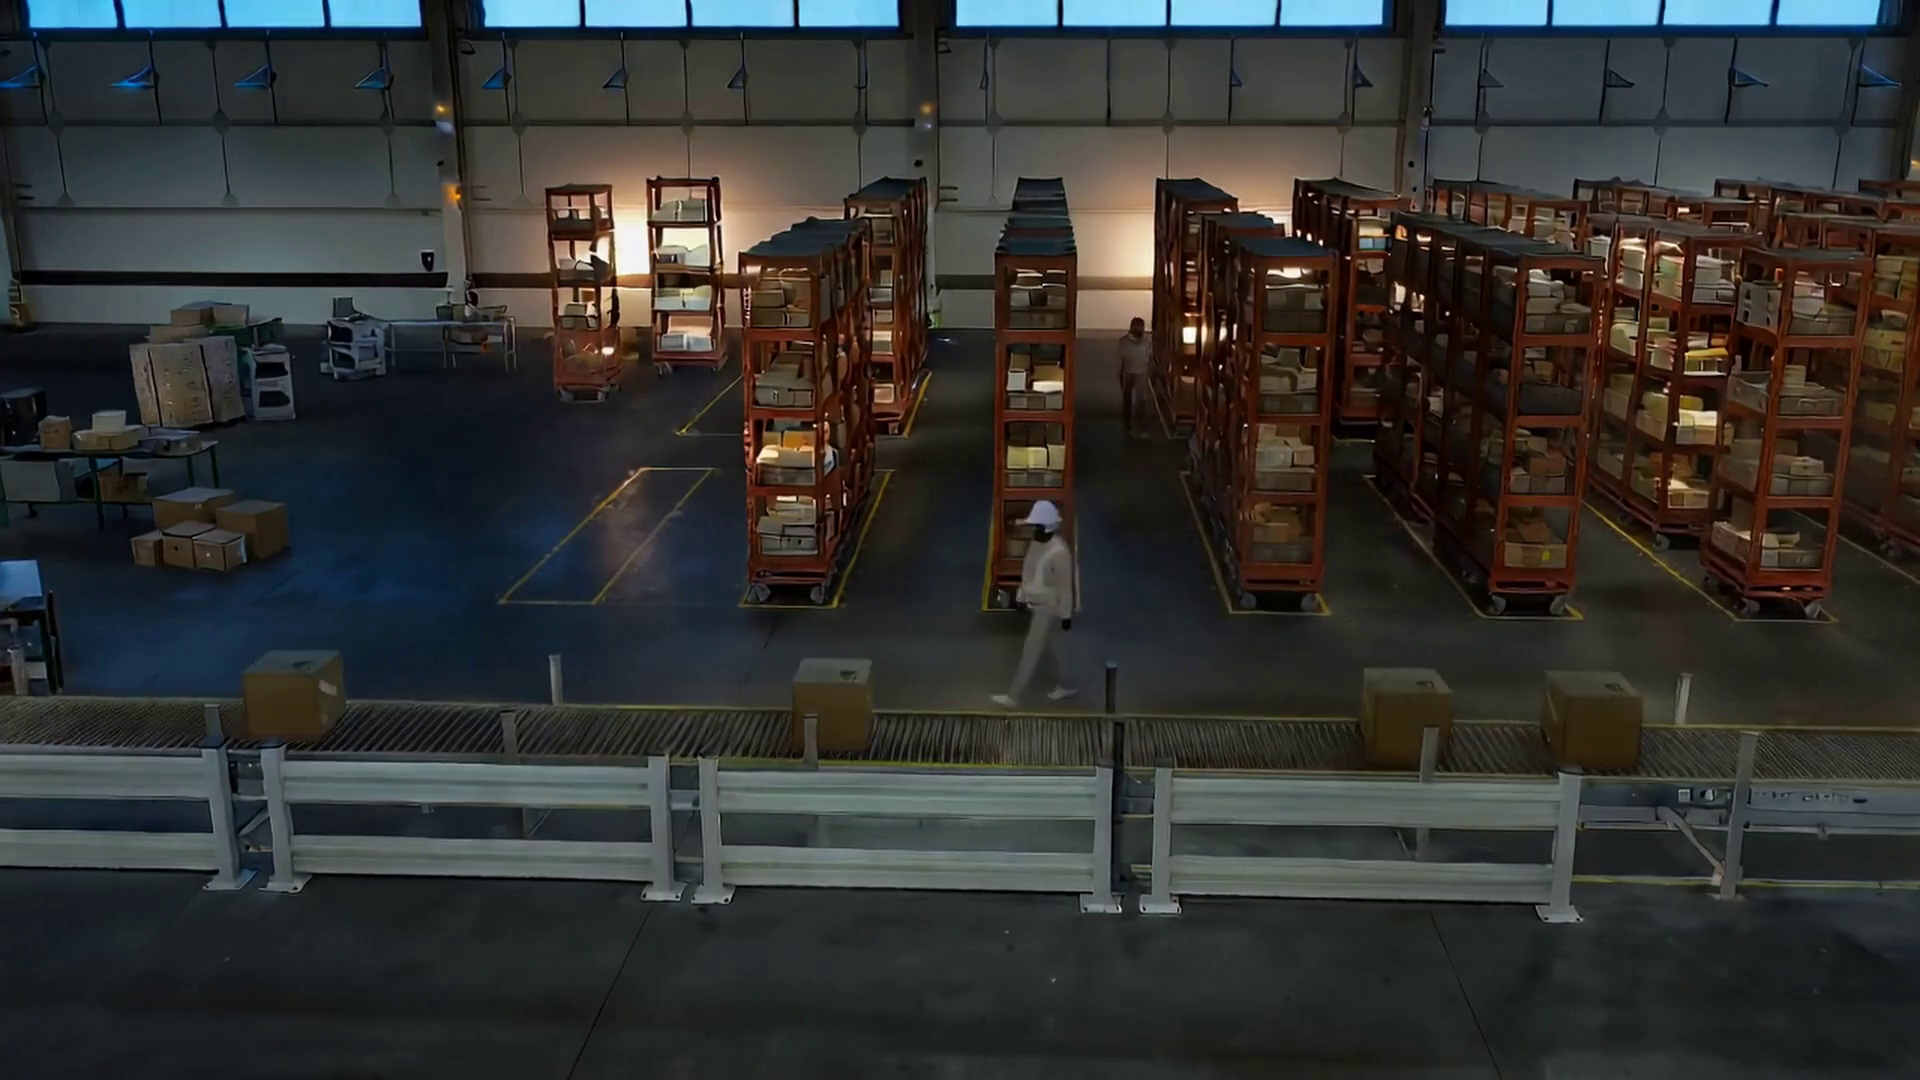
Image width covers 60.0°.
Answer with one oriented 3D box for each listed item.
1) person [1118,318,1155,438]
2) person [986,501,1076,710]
[{"bbox_3d":[2.676,-2.452,25.222,0.563,1.808,0.895,0,15,1],"label":"person"},{"bbox_3d":[0.618,0.548,14.111,0.909,1.788,0.599,-4,15,-13],"label":"person"}]
